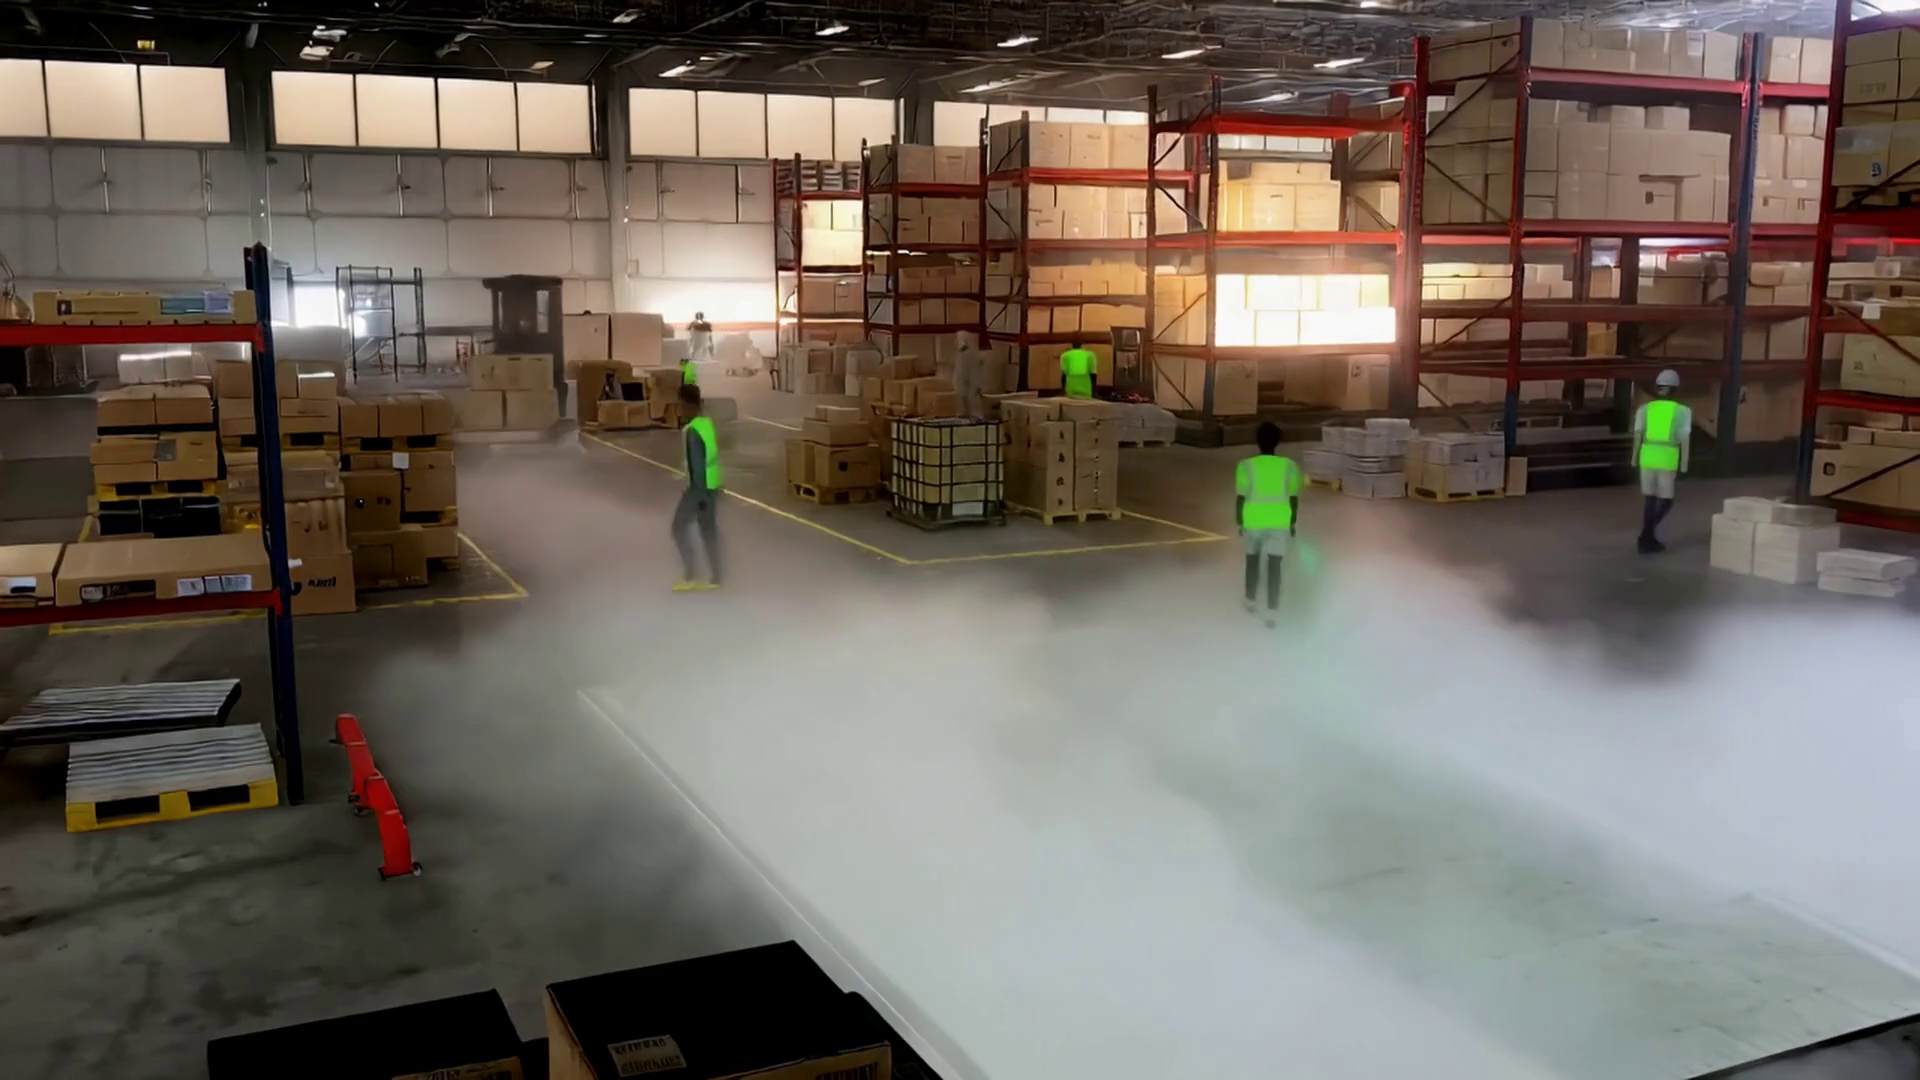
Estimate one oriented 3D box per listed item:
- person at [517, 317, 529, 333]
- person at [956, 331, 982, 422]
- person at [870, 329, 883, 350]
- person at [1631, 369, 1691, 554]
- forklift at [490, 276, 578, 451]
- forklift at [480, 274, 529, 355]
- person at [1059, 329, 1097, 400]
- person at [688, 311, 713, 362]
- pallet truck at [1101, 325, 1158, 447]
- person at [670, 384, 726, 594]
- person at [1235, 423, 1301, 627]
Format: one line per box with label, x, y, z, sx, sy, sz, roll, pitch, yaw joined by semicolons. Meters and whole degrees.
person;-9.038;-3.607;34.258;0.630;1.973;0.625;2;9;11
person;0.141;-2.670;28.753;0.410;1.892;0.739;-5;10;-28
person;-2.071;-4.809;42.768;0.511;1.640;0.308;0;9;2
person;7.086;-0.778;16.913;0.662;1.915;0.554;-8;12;-42
forklift;-6.974;-2.920;27.201;1.129;2.768;1.873;-1;9;-3
forklift;-11.254;-5.376;42.442;1.873;2.768;1.129;-4;10;-25
person;1.934;-2.515;27.563;0.619;1.938;0.850;-1;9;-4
person;-6.540;-4.807;41.876;0.639;1.926;0.458;-7;11;-36
pallet truck;2.881;-2.596;27.923;0.823;1.965;1.885;-1;9;-7
person;-2.409;-0.456;14.968;0.619;1.892;0.583;1;9;6
person;2.541;-0.145;13.779;0.548;1.642;0.884;1;9;4
